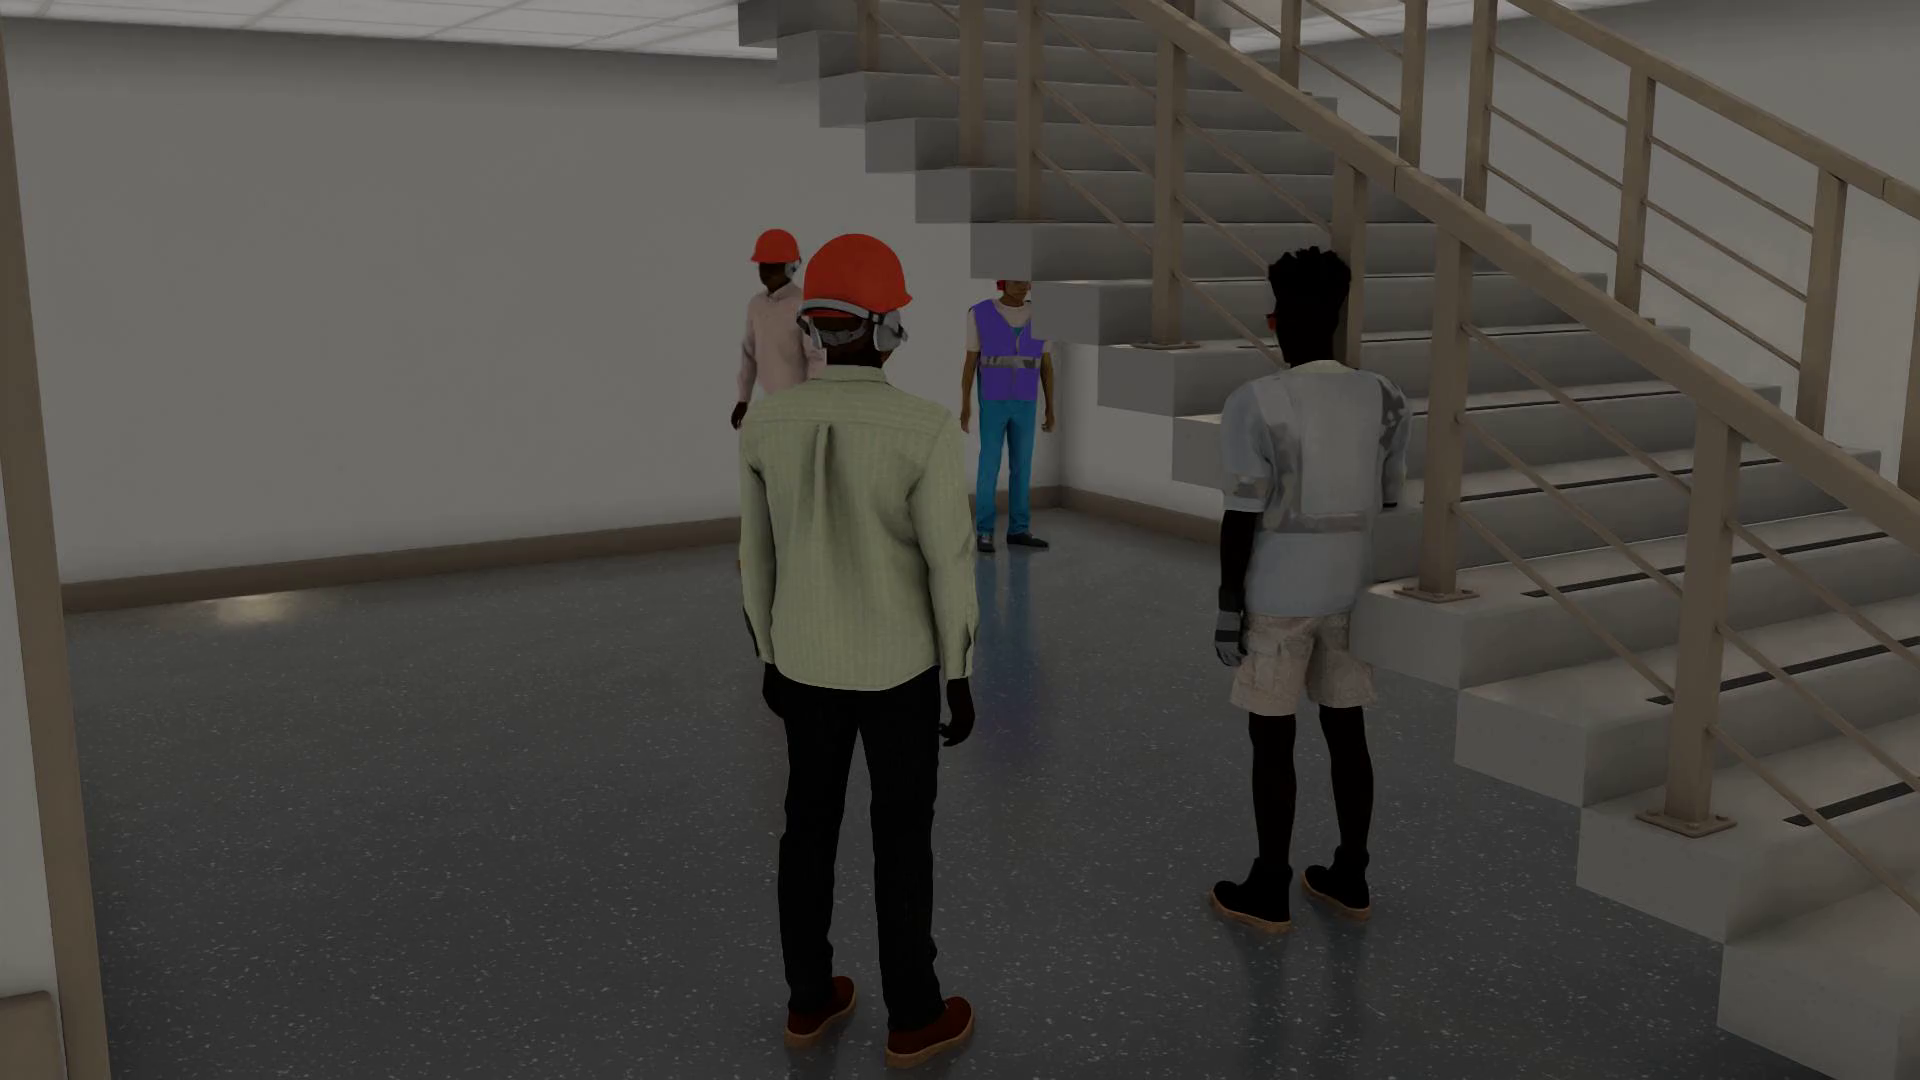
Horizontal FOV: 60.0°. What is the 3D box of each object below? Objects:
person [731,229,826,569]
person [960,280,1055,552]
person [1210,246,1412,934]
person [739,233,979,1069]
[{"bbox_3d":[-0.992,-0.800,9.680,0.557,1.995,0.781,-10,15,-42],"label":"person"},{"bbox_3d":[0.298,-0.837,10.305,0.596,1.833,0.401,-4,11,-20],"label":"person"},{"bbox_3d":[1.000,0.147,4.789,0.599,1.959,0.368,-4,12,-21],"label":"person"},{"bbox_3d":[-0.235,0.279,3.992,0.611,1.997,0.375,5,12,24],"label":"person"}]
